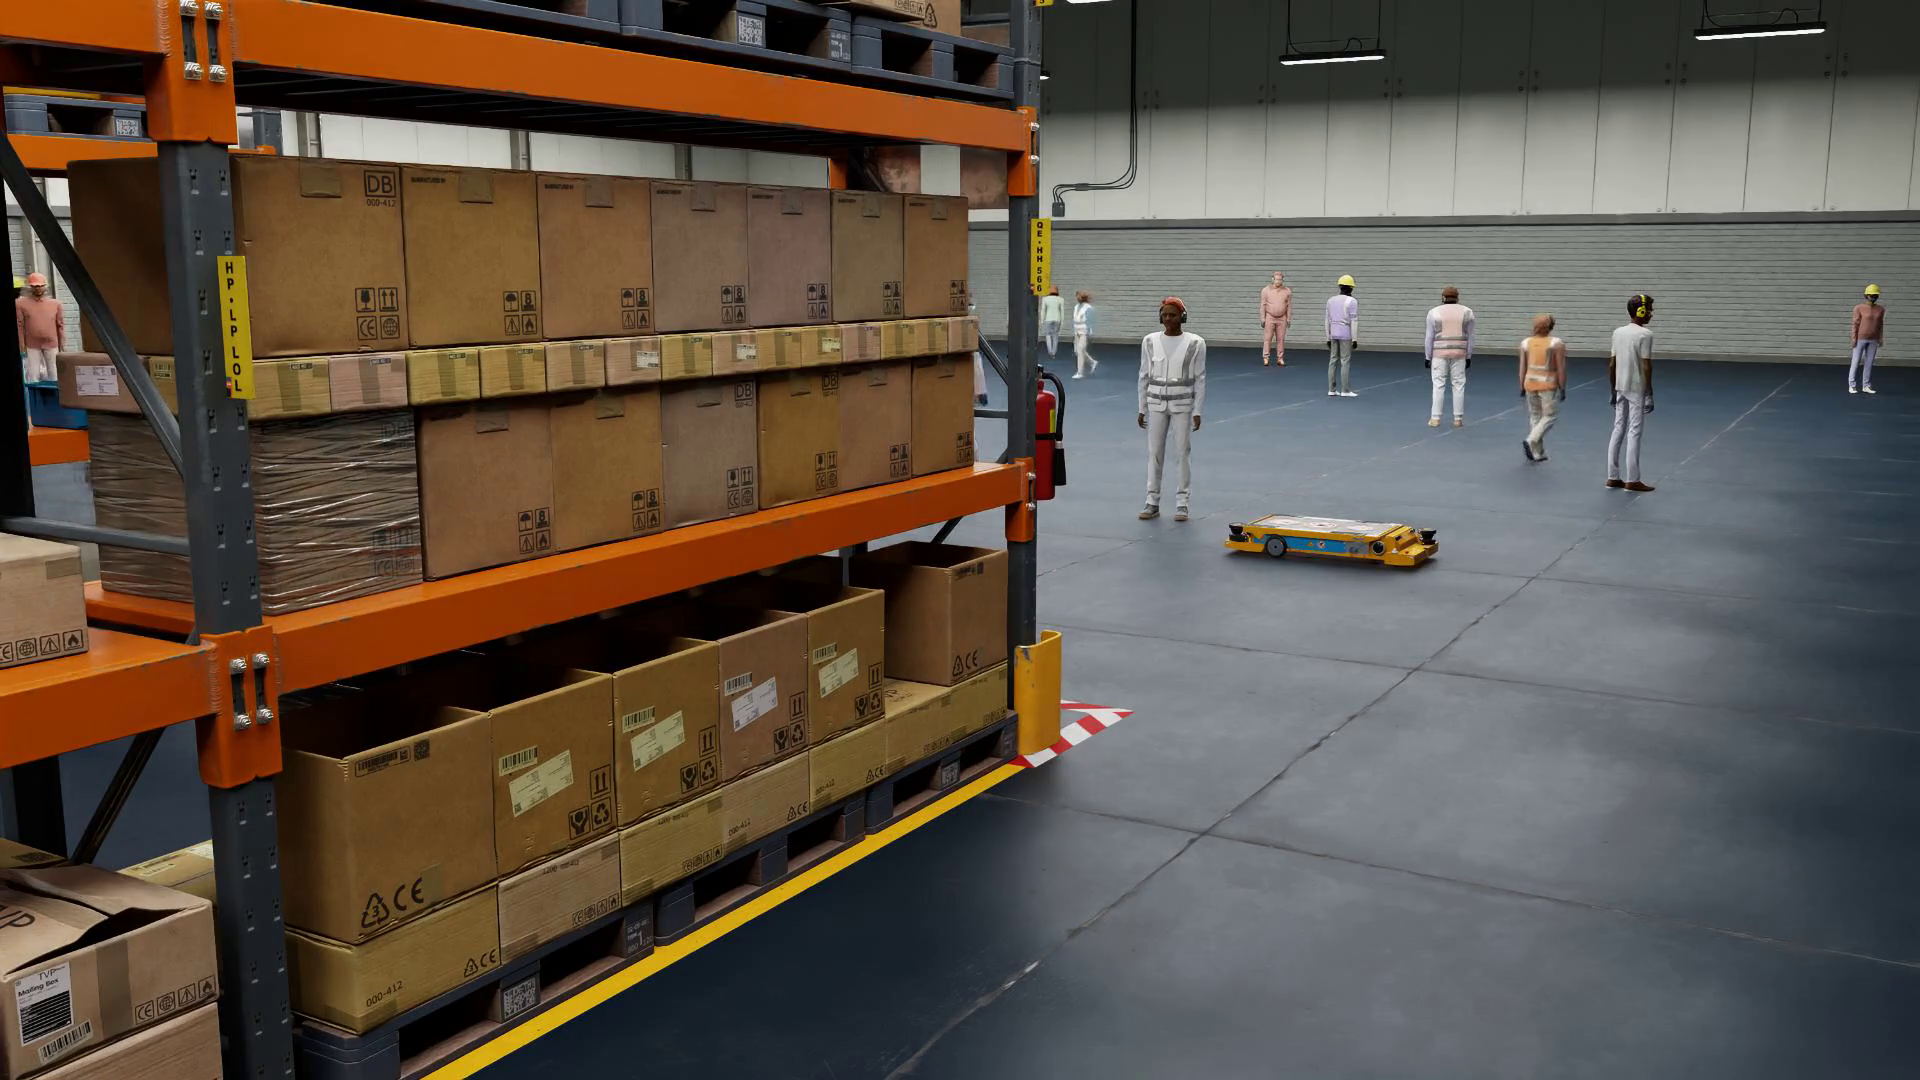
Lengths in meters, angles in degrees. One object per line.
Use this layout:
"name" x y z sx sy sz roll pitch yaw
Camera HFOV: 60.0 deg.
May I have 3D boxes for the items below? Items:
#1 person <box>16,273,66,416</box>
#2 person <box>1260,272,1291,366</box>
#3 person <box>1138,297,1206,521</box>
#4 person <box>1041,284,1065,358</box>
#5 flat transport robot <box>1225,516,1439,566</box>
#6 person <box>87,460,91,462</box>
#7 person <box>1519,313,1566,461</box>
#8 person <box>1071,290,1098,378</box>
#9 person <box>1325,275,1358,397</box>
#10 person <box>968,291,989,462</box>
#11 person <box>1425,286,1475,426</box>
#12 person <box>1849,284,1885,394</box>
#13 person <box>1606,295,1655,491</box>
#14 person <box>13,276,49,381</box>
"person" -12.827 -2.727 23.235 0.611 1.995 0.383 -7 12 -34
"person" 6.411 -4.478 33.750 0.643 1.908 0.411 -1 10 -4
"person" 1.777 -1.102 14.058 0.574 1.882 0.356 4 10 20
"person" 2.035 -4.778 36.344 0.522 1.619 0.387 0 10 1
"flat transport robot" 2.767 -0.015 12.398 1.431 0.197 0.652 6 11 30
"person" -5.095 -0.492 10.429 0.602 1.893 0.747 9 13 43
"person" 6.245 -1.638 17.926 0.619 1.617 0.528 -8 13 -40
"person" 2.292 -3.766 30.424 0.567 1.619 0.521 -5 11 -27
"person" 6.064 -3.226 26.378 0.383 1.922 0.587 -7 12 -37
"person" 0.103 -1.516 16.480 0.862 1.873 0.680 -5 11 -26
"person" 6.397 -2.400 21.791 0.623 1.839 0.429 1 10 6
"person" 14.737 -3.257 27.007 0.524 1.770 0.315 -1 10 -4
"person" 6.396 -1.393 15.816 0.330 1.865 0.518 -4 10 -21
"person" -15.069 -3.291 26.784 0.754 1.906 0.600 -7 12 -36
